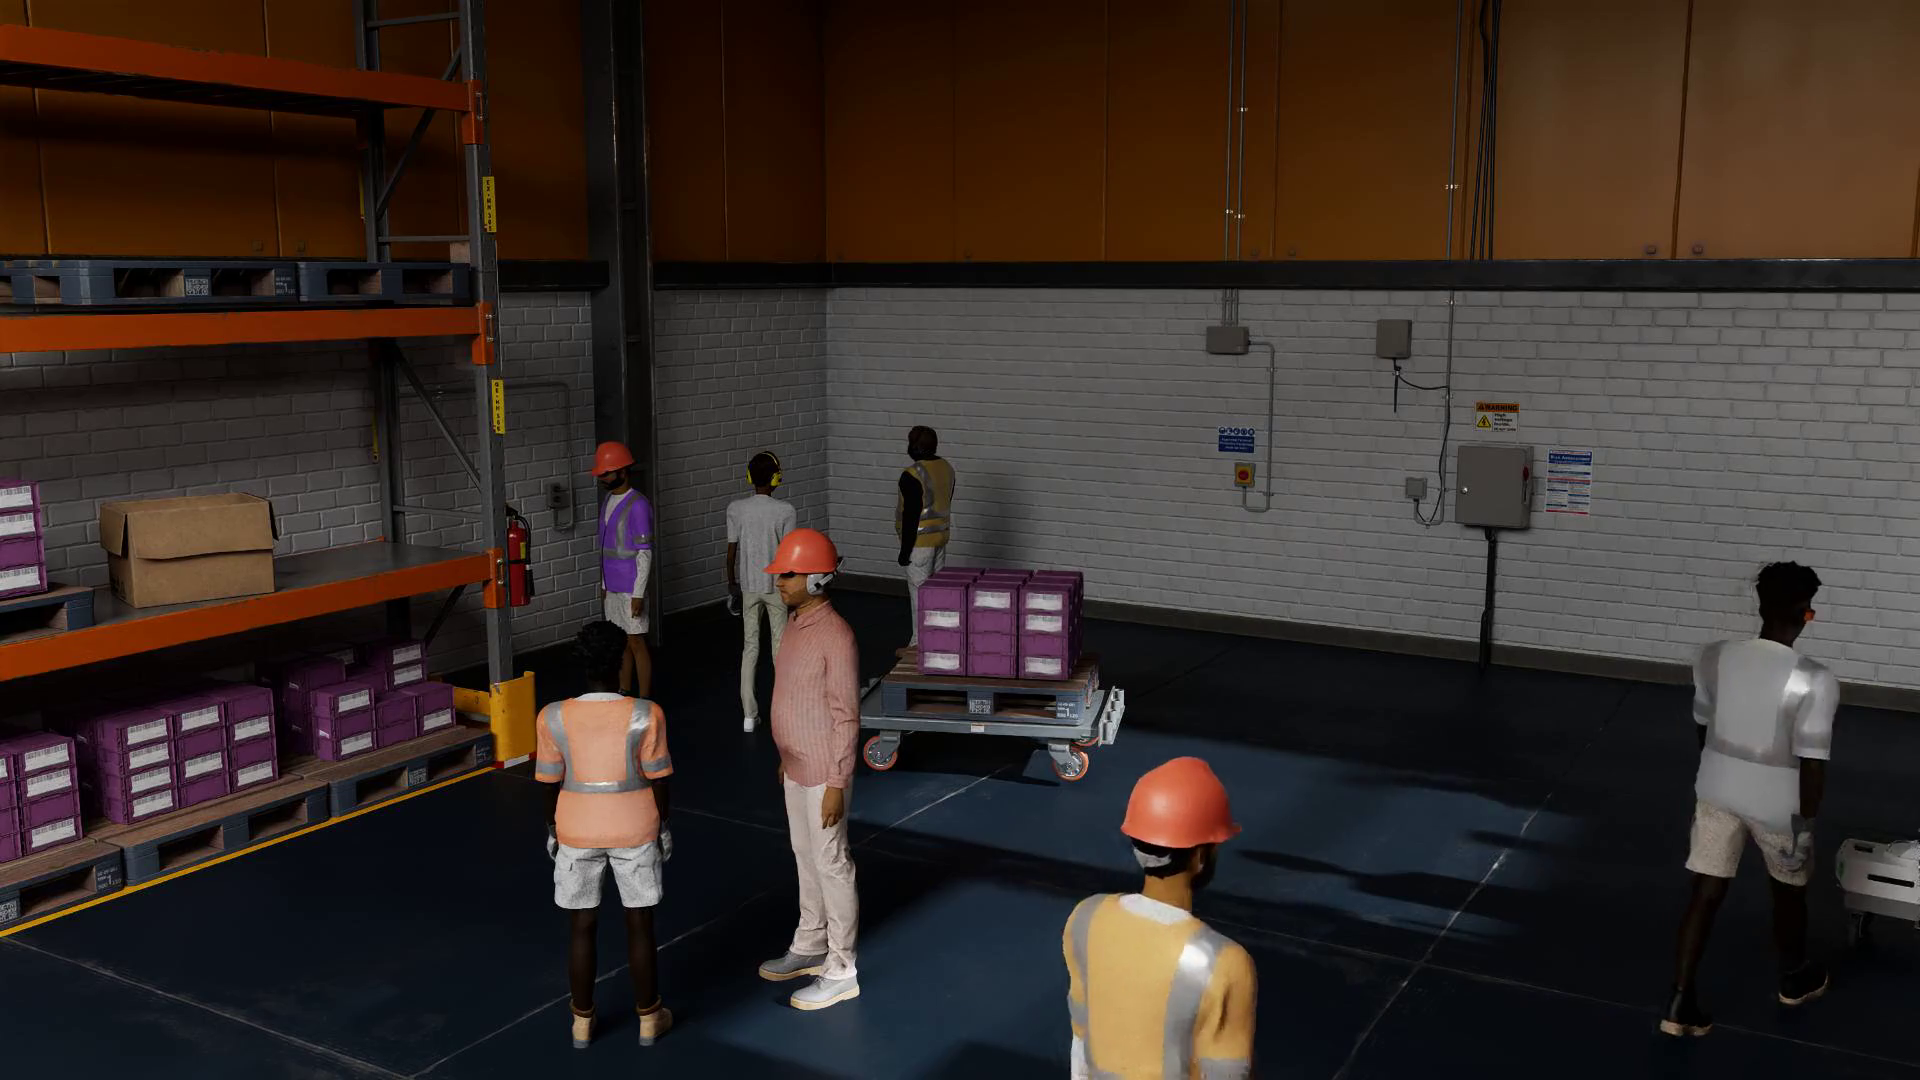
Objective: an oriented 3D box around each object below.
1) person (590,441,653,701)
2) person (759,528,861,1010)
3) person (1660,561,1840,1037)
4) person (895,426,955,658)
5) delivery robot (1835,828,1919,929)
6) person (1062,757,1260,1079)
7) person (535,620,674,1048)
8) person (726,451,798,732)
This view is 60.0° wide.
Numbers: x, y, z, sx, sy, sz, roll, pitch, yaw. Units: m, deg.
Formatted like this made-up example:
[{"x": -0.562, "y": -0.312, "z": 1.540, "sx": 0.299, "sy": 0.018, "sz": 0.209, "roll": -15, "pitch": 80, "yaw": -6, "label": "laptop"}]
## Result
[{"x": -2.265, "y": 0.297, "z": 11.119, "sx": 0.372, "sy": 1.928, "sz": 0.543, "roll": -7, "pitch": 12, "yaw": -38, "label": "person"}, {"x": -0.614, "y": 0.936, "z": 6.919, "sx": 0.379, "sy": 1.996, "sz": 0.610, "roll": -5, "pitch": 10, "yaw": -27, "label": "person"}, {"x": 3.181, "y": 1.025, "z": 6.659, "sx": 1.038, "sy": 1.914, "sz": 0.603, "roll": -7, "pitch": 12, "yaw": -38, "label": "person"}, {"x": -0.298, "y": 0.017, "z": 13.135, "sx": 0.428, "sy": 1.844, "sz": 0.626, "roll": 5, "pitch": 10, "yaw": 29, "label": "person"}, {"x": 4.313, "y": 1.527, "z": 7.424, "sx": 0.707, "sy": 0.478, "sz": 0.477, "roll": 7, "pitch": 11, "yaw": 35, "label": "delivery robot"}, {"x": 0.433, "y": 1.461, "z": 3.904, "sx": 0.747, "sy": 1.916, "sz": 0.551, "roll": -8, "pitch": 12, "yaw": -41, "label": "person"}, {"x": -1.375, "y": 1.153, "z": 6.505, "sx": 0.530, "sy": 1.692, "sz": 0.321, "roll": 0, "pitch": 9, "yaw": -1, "label": "person"}, {"x": -1.287, "y": 0.347, "z": 10.993, "sx": 0.534, "sy": 1.868, "sz": 0.310, "roll": 2, "pitch": 9, "yaw": 11, "label": "person"}]
